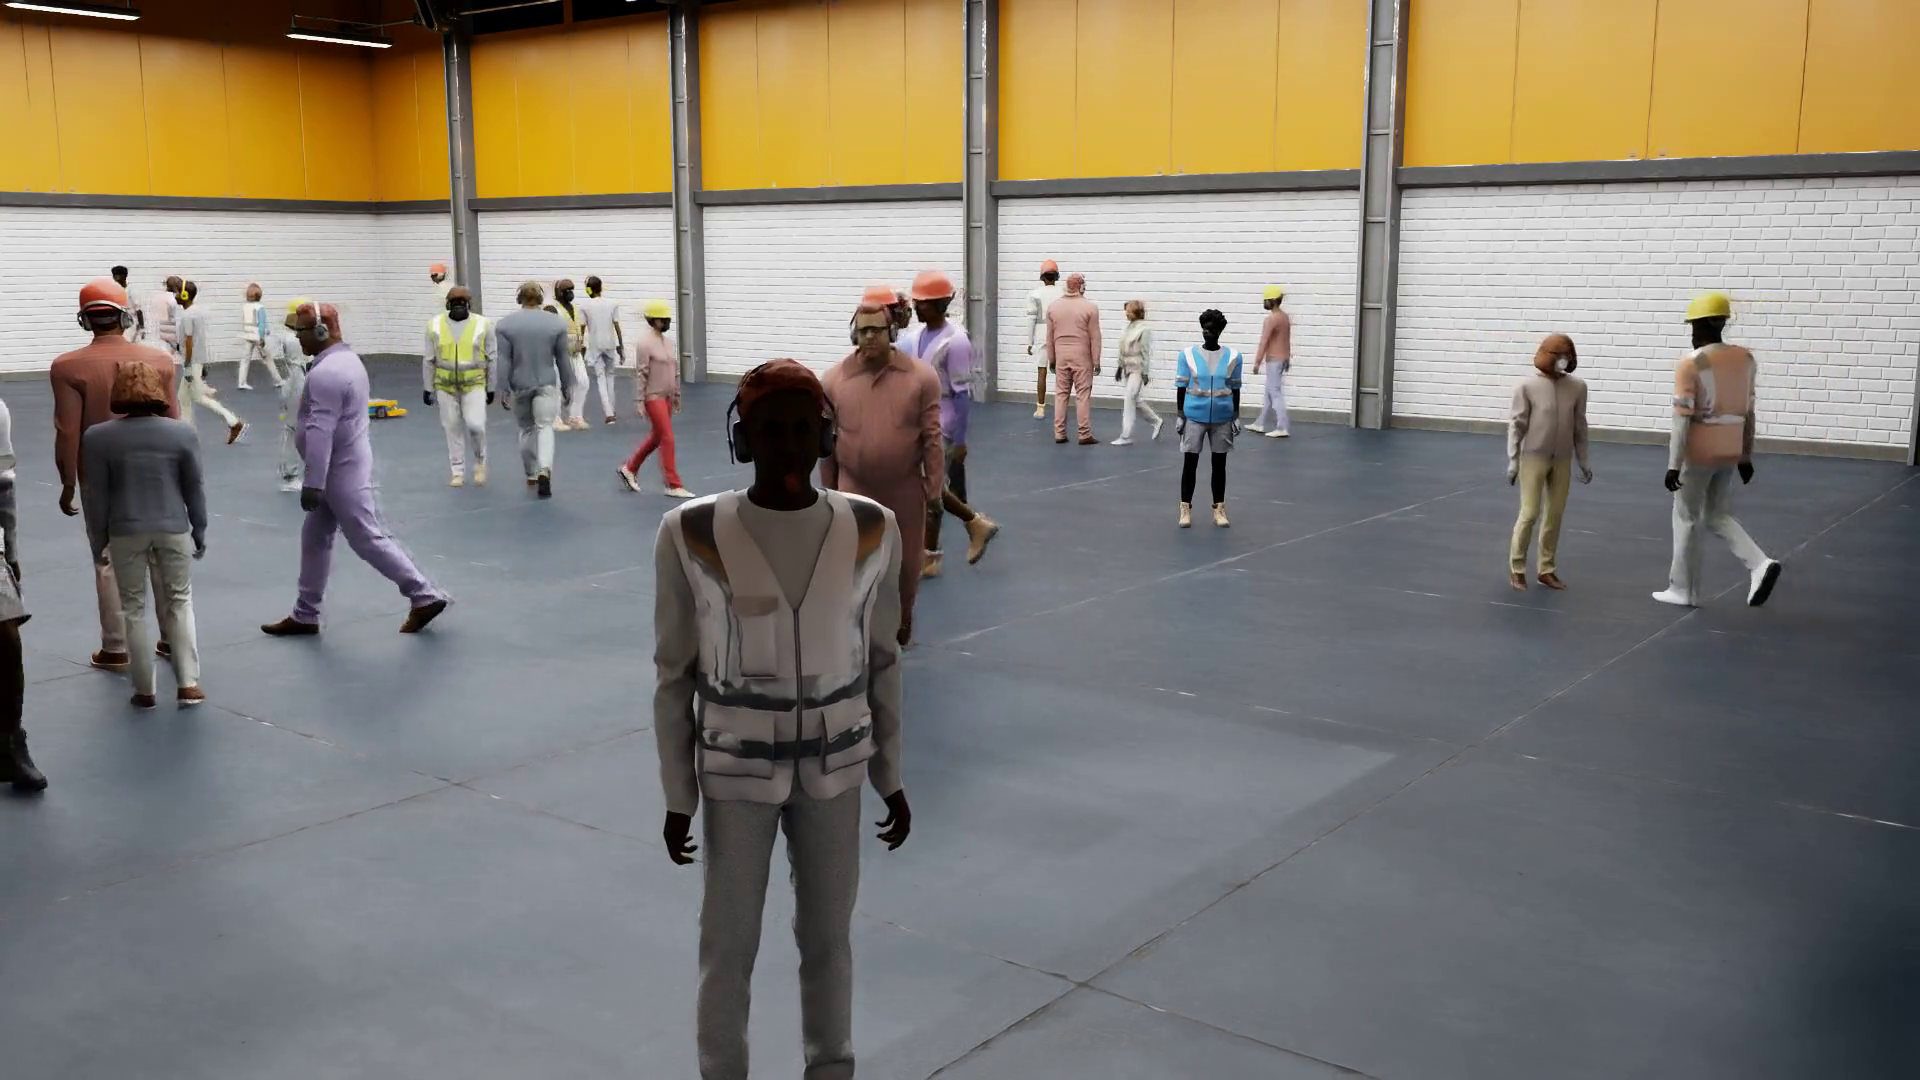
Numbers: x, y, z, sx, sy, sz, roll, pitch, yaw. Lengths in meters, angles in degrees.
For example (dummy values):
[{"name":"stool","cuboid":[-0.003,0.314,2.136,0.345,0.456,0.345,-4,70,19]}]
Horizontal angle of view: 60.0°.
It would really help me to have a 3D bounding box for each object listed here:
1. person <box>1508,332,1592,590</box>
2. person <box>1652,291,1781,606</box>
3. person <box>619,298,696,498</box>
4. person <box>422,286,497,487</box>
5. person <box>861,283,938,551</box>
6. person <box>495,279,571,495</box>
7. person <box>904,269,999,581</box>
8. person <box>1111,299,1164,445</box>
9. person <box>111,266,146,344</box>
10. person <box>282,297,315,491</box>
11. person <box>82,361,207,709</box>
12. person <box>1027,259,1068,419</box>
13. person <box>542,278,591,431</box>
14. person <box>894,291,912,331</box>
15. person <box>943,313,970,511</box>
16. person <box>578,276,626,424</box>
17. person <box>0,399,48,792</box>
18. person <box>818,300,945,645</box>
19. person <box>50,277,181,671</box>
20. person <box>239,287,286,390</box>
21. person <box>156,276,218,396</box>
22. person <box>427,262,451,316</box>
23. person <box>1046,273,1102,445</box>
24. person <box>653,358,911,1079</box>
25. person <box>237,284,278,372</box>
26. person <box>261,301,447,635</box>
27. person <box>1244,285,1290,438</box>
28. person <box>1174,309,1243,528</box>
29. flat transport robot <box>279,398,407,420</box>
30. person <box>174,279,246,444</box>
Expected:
[{"name":"person","cuboid":[3.694,-0.490,10.461,0.517,1.634,0.269,-2,10,-11]},{"name":"person","cuboid":[4.482,-0.512,9.803,0.613,1.901,0.673,-4,11,-24]},{"name":"person","cuboid":[-2.680,-1.245,14.539,0.811,1.740,0.527,4,11,24]},{"name":"person","cuboid":[-4.528,-1.375,15.052,0.635,1.823,0.481,-1,10,-7]},{"name":"person","cuboid":[-0.503,-0.789,11.392,0.446,1.912,0.576,-5,11,-26]},{"name":"person","cuboid":[-3.754,-1.350,14.694,0.640,1.907,0.942,-3,10,-15]},{"name":"person","cuboid":[-0.089,-0.744,10.797,0.722,2.020,0.625,-5,11,-27]},{"name":"person","cuboid":[1.999,-1.869,18.500,0.687,1.616,0.523,-4,10,-22]},{"name":"person","cuboid":[-13.461,-3.417,26.666,0.632,1.906,0.973,6,12,33]},{"name":"person","cuboid":[-5.813,-1.284,14.809,0.568,1.727,0.502,0,10,1]},{"name":"person","cuboid":[-3.751,-0.013,7.707,0.501,1.621,0.359,-6,11,-31]},{"name":"person","cuboid":[1.152,-2.578,21.396,0.606,2.047,0.368,-1,10,-6]},{"name":"person","cuboid":[-4.683,-2.198,19.854,0.586,1.825,0.637,4,11,24]},{"name":"person","cuboid":[-0.473,-0.877,12.076,0.344,1.847,0.505,-6,12,-32]},{"name":"person","cuboid":[-0.204,-1.161,13.608,0.604,1.894,0.586,-1,10,-6]},{"name":"person","cuboid":[-4.515,-2.378,20.852,0.547,1.830,0.848,-5,11,-25]},{"name":"person","cuboid":[-3.857,0.064,6.384,0.563,1.916,0.689,-9,14,-44]},{"name":"person","cuboid":[-0.400,-0.277,8.458,0.644,1.887,0.765,0,10,-2]},{"name":"person","cuboid":[-4.279,-0.333,8.483,0.390,1.989,0.622,9,13,43]},{"name":"person","cuboid":[-11.008,-3.158,26.069,0.538,1.585,0.851,5,11,29]},{"name":"person","cuboid":[-11.511,-2.971,24.432,0.634,1.799,0.957,7,12,33]},{"name":"person","cuboid":[-8.346,-3.497,26.948,0.495,1.981,0.632,-3,10,-16]},{"name":"person","cuboid":[1.285,-2.014,18.521,0.652,1.906,0.403,5,11,29]},{"name":"person","cuboid":[-0.391,0.539,3.723,0.574,1.883,0.355,-3,10,-19]},{"name":"person","cuboid":[-12.756,-3.832,30.042,0.516,1.587,0.864,7,12,34]},{"name":"person","cuboid":[-3.360,-0.382,9.160,0.970,1.864,0.673,-2,10,-13]},{"name":"person","cuboid":[3.529,-2.064,19.248,0.696,1.741,0.552,7,12,35]},{"name":"person","cuboid":[1.918,-0.934,12.855,0.531,1.692,0.320,0,10,-1]},{"name":"flat transport robot","cuboid":[-7.859,-1.661,21.217,0.652,0.197,1.431,6,12,32]},{"name":"person","cuboid":[-8.412,-1.957,18.386,0.841,1.847,0.521,-2,10,-14]}]
